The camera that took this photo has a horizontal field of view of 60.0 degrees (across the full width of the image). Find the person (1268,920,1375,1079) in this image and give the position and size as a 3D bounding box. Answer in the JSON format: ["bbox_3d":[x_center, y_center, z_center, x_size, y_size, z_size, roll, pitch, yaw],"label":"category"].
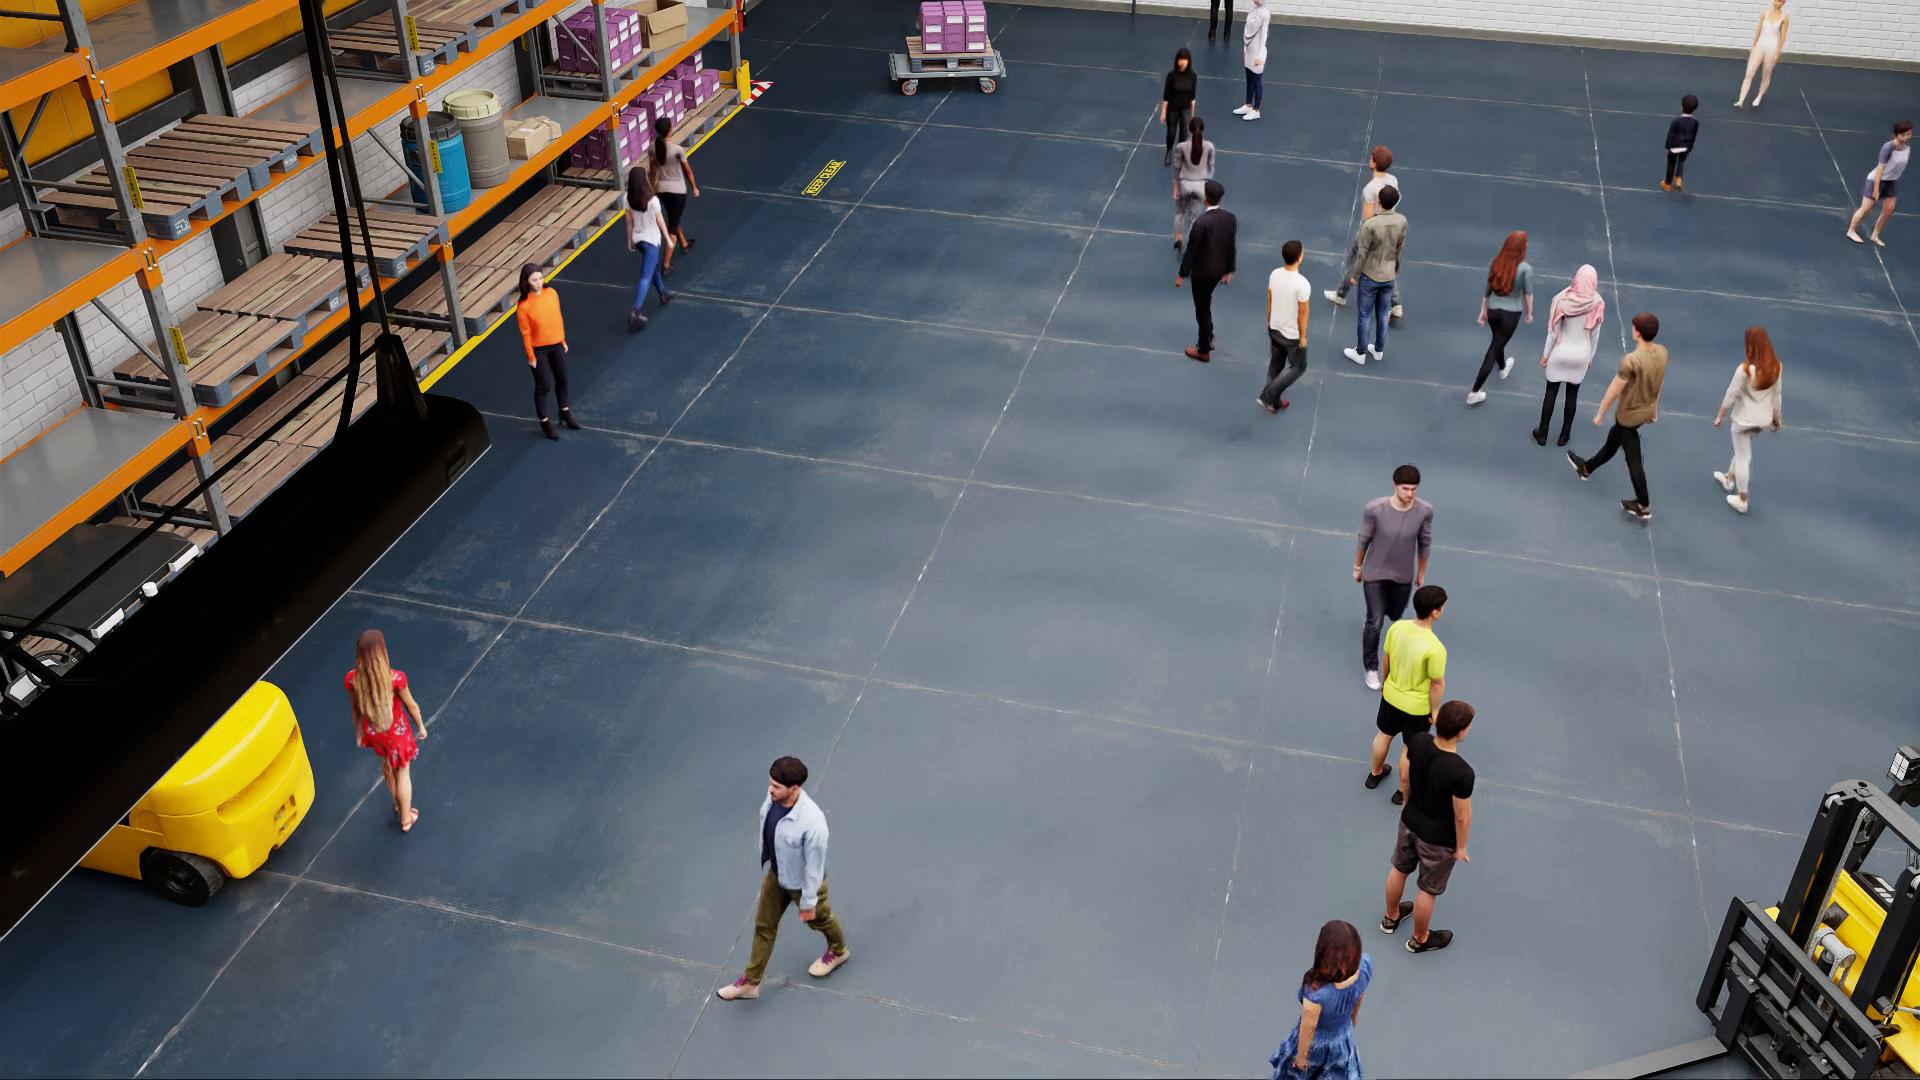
[{"bbox_3d":[1.945,2.708,8.684,1.105,1.782,1.124,-21,39,-28],"label":"person"}]

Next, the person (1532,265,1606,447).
[{"bbox_3d":[5.598,-1.692,15.284,0.634,1.804,0.600,6,34,9],"label":"person"}]

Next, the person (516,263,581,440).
[{"bbox_3d":[-3.865,-1.772,15.459,0.757,1.744,0.625,23,40,30],"label":"person"}]

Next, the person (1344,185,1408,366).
[{"bbox_3d":[4.183,-2.650,16.670,0.788,1.864,0.799,-12,35,-17],"label":"person"}]

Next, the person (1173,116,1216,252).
[{"bbox_3d":[2.622,-3.915,18.760,0.678,1.658,0.774,4,34,5],"label":"person"}]

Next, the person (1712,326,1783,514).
[{"bbox_3d":[6.857,-0.983,14.338,0.879,1.670,0.981,-5,34,-7],"label":"person"}]

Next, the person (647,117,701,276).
[{"bbox_3d":[-3.259,-3.804,18.553,0.701,1.702,1.162,13,36,18],"label":"person"}]

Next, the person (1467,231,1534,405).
[{"bbox_3d":[5.176,-2.084,15.981,1.203,1.686,0.973,-28,43,-36],"label":"person"}]

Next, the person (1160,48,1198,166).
[{"bbox_3d":[2.767,-5.462,21.141,0.748,1.599,1.129,2,34,3],"label":"person"}]

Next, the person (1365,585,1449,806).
[{"bbox_3d":[3.039,1.042,11.259,0.719,1.707,0.698,-24,40,-31],"label":"person"}]

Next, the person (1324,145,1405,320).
[{"bbox_3d":[4.427,-3.178,17.472,1.250,1.856,1.212,-24,40,-31],"label":"person"}]

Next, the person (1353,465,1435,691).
[{"bbox_3d":[3.191,0.182,12.444,0.844,1.827,1.109,1,34,1],"label":"person"}]

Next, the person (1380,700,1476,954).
[{"bbox_3d":[2.840,1.730,10.087,0.815,1.858,0.769,-20,38,-27],"label":"person"}]

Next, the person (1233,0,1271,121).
[{"bbox_3d":[4.069,-6.676,22.808,0.755,1.775,0.650,-10,35,-15],"label":"person"}]

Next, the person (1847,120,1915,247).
[{"bbox_3d":[10.651,-4.163,19.246,0.747,1.534,0.819,-15,36,-21],"label":"person"}]

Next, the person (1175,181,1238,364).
[{"bbox_3d":[2.558,-2.649,16.670,0.779,1.864,0.893,-29,43,-36],"label":"person"}]

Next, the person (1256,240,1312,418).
[{"bbox_3d":[3.018,-1.950,15.677,0.945,1.798,0.878,-22,39,-29],"label":"person"}]

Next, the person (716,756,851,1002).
[{"bbox_3d":[-0.884,1.959,9.816,1.239,1.777,1.100,-24,41,-32],"label":"person"}]

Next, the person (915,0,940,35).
[{"bbox_3d":[-0.509,-8.643,25.875,0.823,1.656,0.896,-28,42,-35],"label":"person"}]

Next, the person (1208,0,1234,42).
[{"bbox_3d":[4.092,-8.637,25.759,0.664,1.774,0.648,1,34,2],"label":"person"}]

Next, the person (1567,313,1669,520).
[{"bbox_3d":[5.839,-1.015,14.273,1.235,1.796,1.271,-18,38,-25],"label":"person"}]

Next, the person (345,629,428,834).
[{"bbox_3d":[-3.800,1.319,10.956,0.653,1.580,0.688,1,34,1],"label":"person"}]

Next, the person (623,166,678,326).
[{"bbox_3d":[-3.329,-3.044,17.461,0.862,1.645,1.206,20,38,27],"label":"person"}]

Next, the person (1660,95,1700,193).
[{"bbox_3d":[8.965,-4.899,20.640,0.568,1.216,0.606,0,34,0],"label":"person"}]

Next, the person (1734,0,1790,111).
[{"bbox_3d":[11.260,-6.815,23.165,0.833,1.612,1.061,24,41,32],"label":"person"}]
